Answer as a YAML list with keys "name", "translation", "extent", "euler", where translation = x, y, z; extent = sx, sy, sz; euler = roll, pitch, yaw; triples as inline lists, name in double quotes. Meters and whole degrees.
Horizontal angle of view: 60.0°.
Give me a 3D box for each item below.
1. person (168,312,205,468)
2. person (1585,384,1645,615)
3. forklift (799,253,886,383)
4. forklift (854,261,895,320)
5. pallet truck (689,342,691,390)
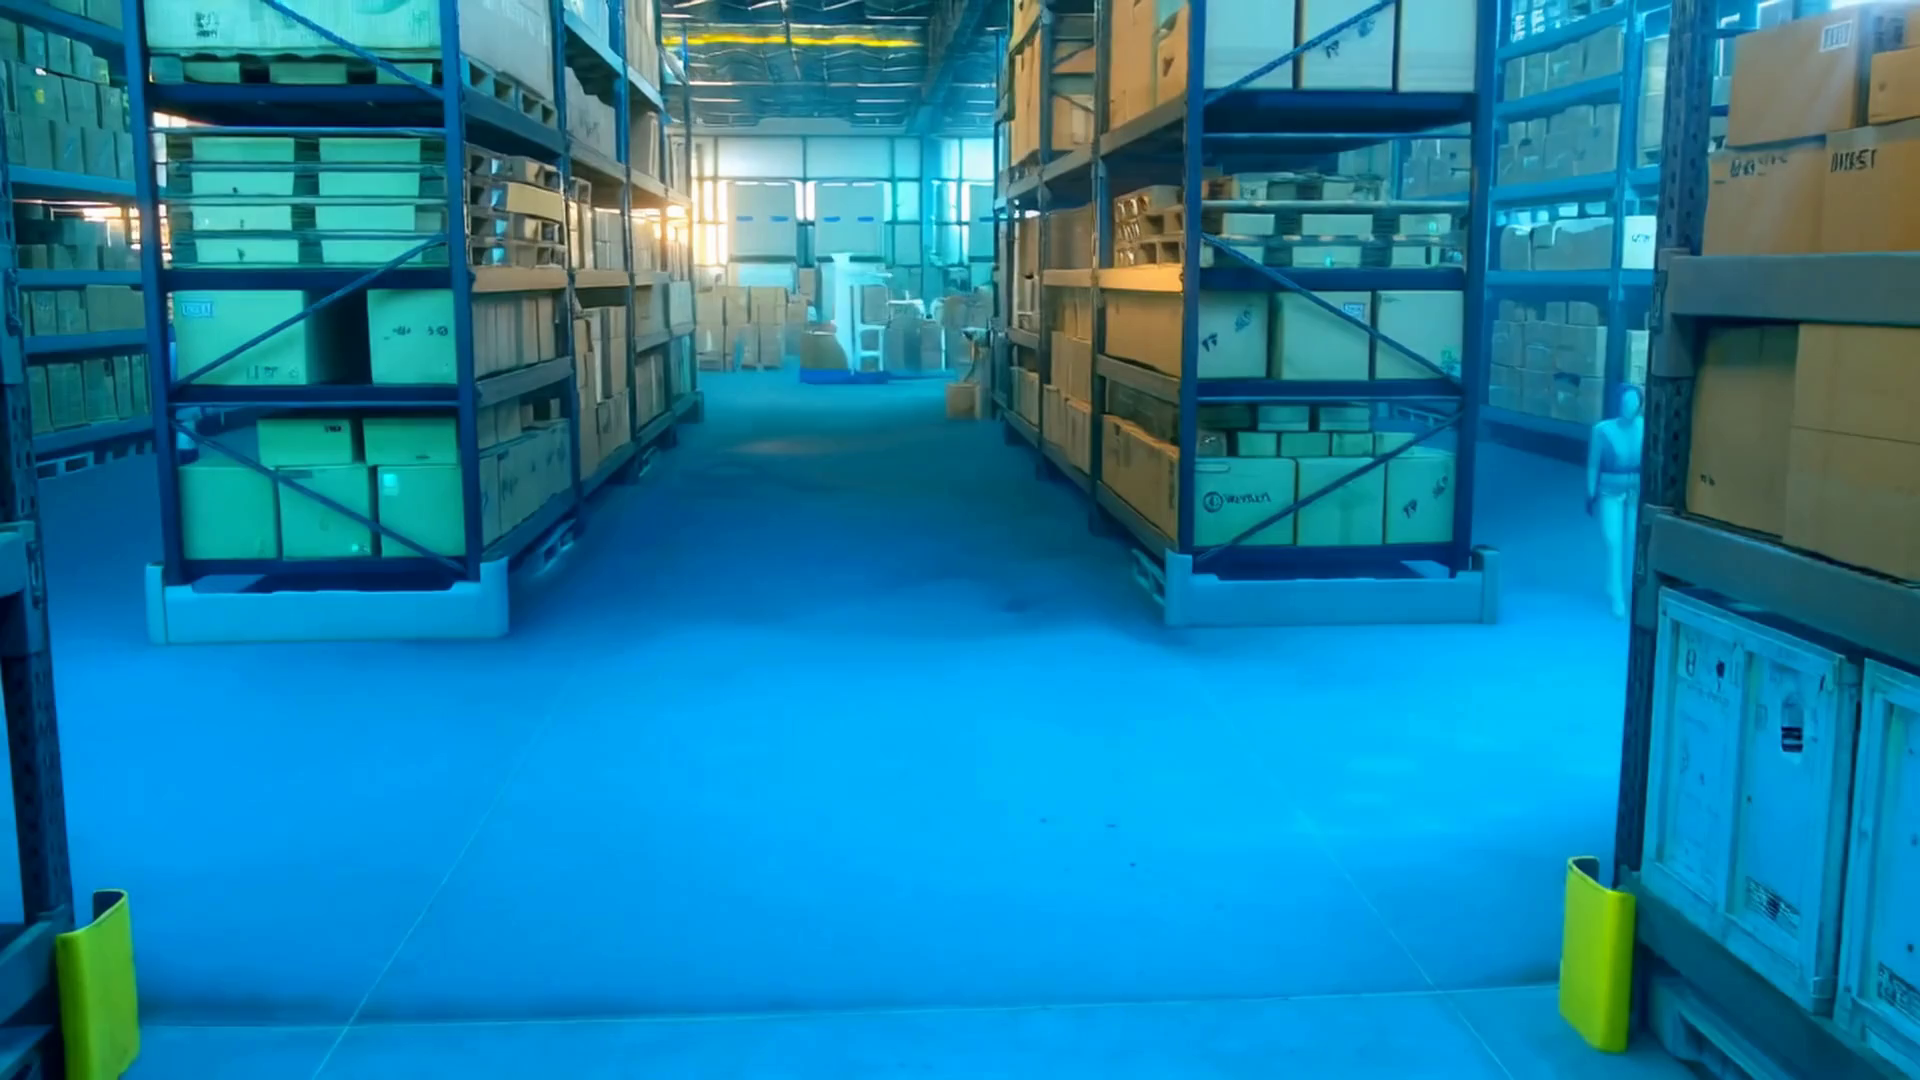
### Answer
- name: "person"
  translation: [-7.533, -1.240, 16.233]
  extent: [0.611, 2.042, 0.395]
  euler: [8, 12, 41]
- name: "person"
  translation: [4.633, -0.270, 11.535]
  extent: [0.516, 1.589, 0.871]
  euler: [1, 9, 7]
- name: "forklift"
  translation: [-2.576, -4.842, 36.232]
  extent: [1.873, 2.768, 1.129]
  euler: [-1, 9, -4]
- name: "forklift"
  translation: [-3.231, -8.251, 57.638]
  extent: [1.129, 2.768, 1.873]
  euler: [9, 13, 44]
- name: "pallet truck"
  translation: [-5.225, -3.008, 27.480]
  extent: [1.885, 1.965, 0.823]
  euler: [2, 9, 14]
